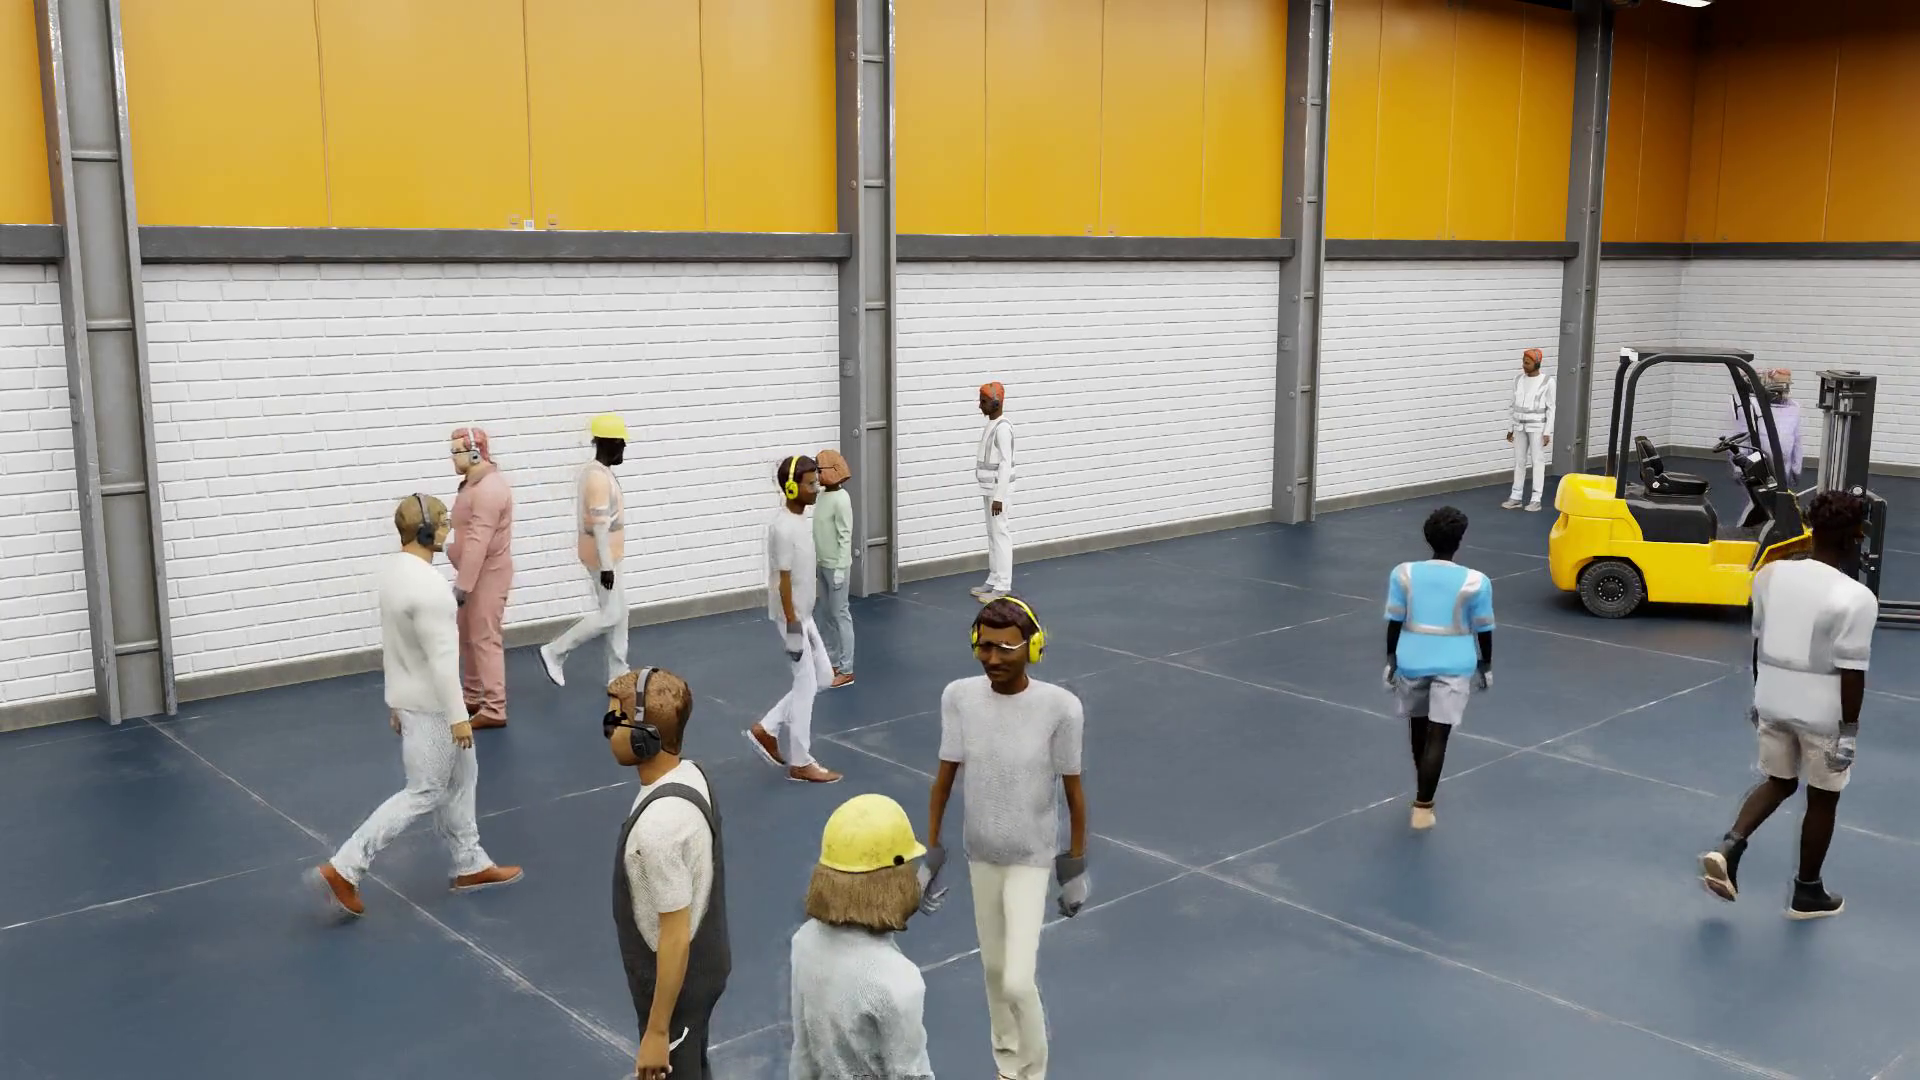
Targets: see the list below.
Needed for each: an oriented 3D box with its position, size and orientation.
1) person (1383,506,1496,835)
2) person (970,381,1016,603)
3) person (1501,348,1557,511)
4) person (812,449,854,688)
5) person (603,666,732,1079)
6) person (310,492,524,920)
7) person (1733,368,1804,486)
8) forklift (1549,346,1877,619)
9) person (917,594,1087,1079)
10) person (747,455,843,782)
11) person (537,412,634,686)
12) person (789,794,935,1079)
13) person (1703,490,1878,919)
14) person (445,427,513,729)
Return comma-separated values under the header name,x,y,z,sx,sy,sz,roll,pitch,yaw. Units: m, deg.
name,x,y,z,sx,sy,sz,roll,pitch,yaw
person,2.515,0.645,8.668,0.545,1.649,0.850,6,11,30
person,0.294,-0.411,14.196,0.356,1.887,0.573,-2,10,-10
person,6.594,-1.275,19.260,0.354,1.886,0.572,-7,12,-36
person,-0.887,0.191,11.413,0.285,1.633,0.499,-5,11,-26
person,-0.801,1.249,4.599,0.327,1.843,0.516,0,10,-1
person,-2.461,0.736,7.443,0.888,1.909,0.631,-5,11,-27
person,7.722,-0.694,15.831,0.669,1.887,0.515,-2,10,-13
forklift,6.109,-0.478,13.691,2.313,2.155,1.214,3,10,16
person,0.118,1.092,5.528,0.538,1.849,0.617,5,11,28
person,-0.917,0.442,9.299,0.458,1.855,0.561,1,10,3
person,-2.473,0.096,11.192,0.685,1.905,0.603,-1,10,-8
person,-0.300,1.440,3.848,0.722,1.716,0.489,-6,11,-30
person,3.669,0.737,7.297,0.612,1.945,0.620,-4,11,-24
person,-3.032,0.235,10.403,0.457,1.890,0.651,-5,11,-26
